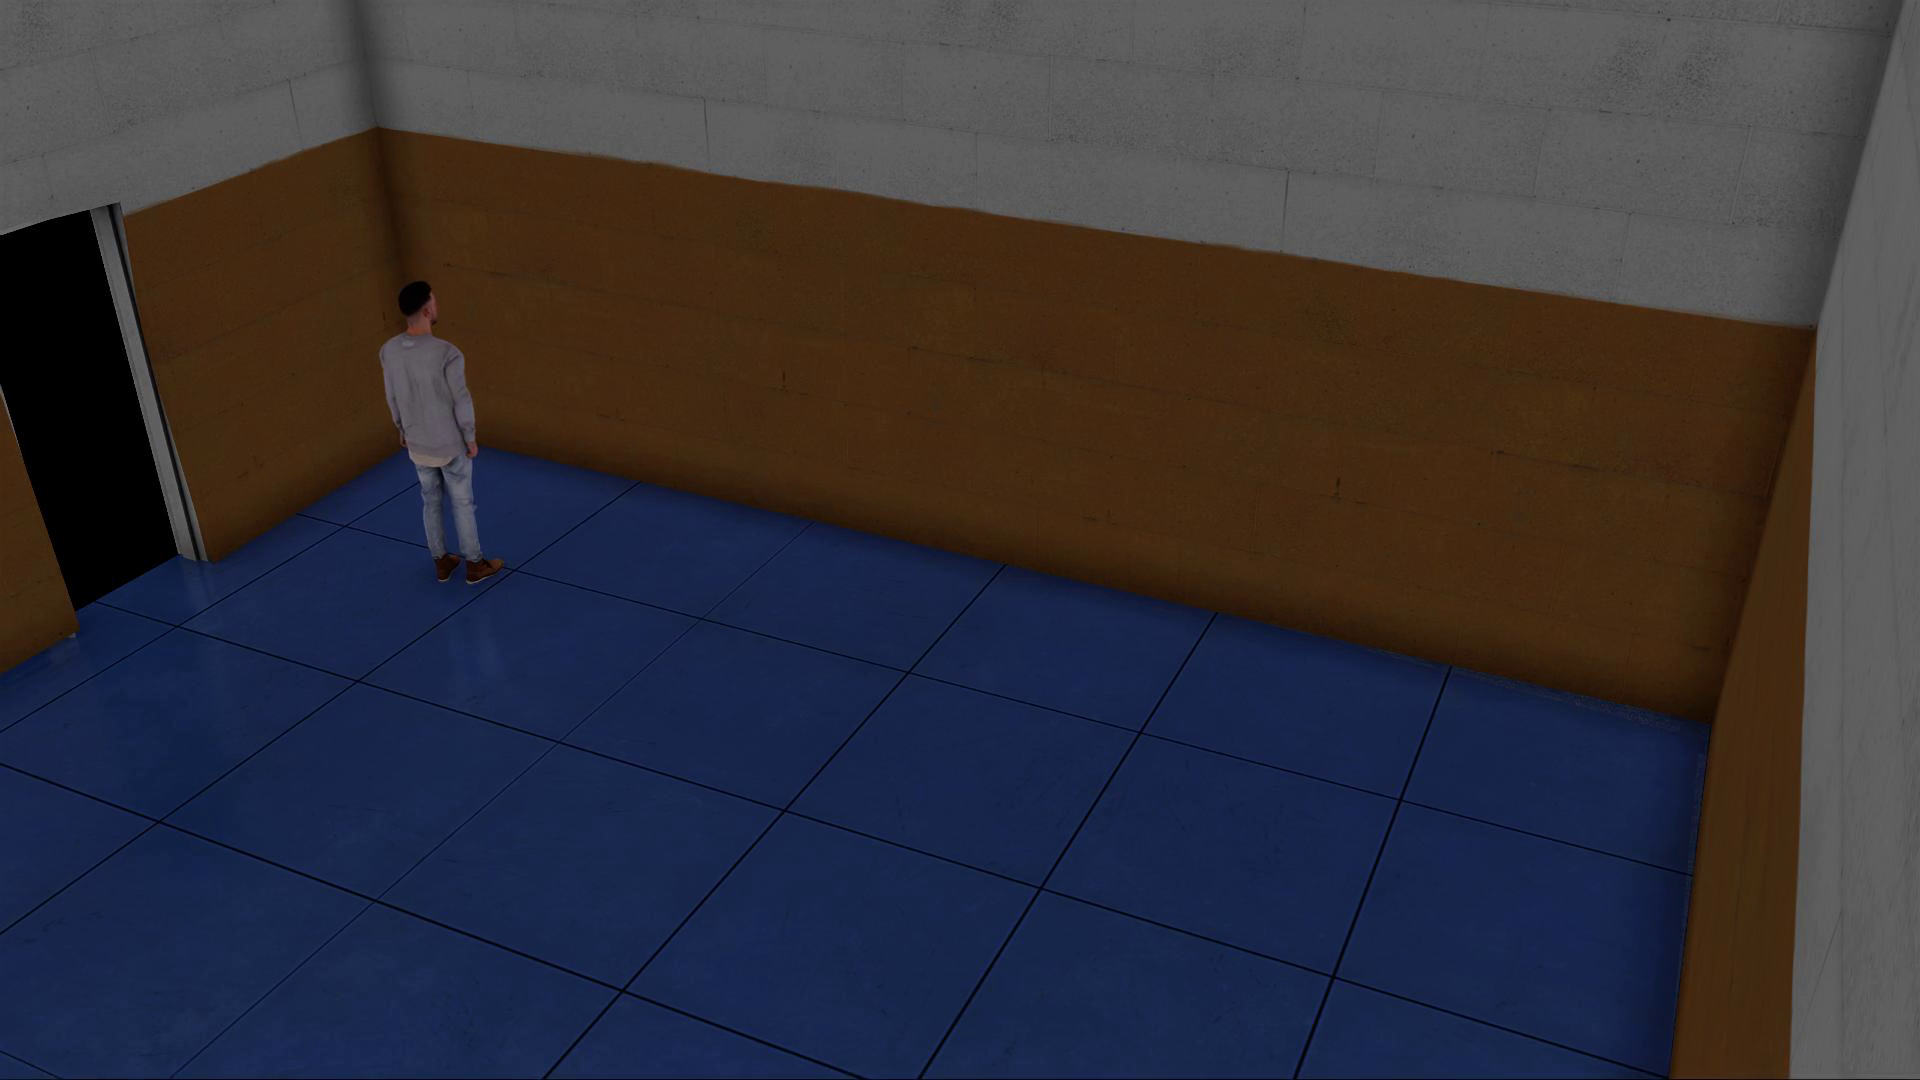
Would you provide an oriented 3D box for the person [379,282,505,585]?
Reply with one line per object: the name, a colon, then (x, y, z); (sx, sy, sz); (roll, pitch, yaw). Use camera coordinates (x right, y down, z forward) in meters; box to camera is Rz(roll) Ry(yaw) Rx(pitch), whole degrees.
person: (-3.002, -0.598, 9.560); (0.566, 1.836, 0.775); (7, 30, 13)
